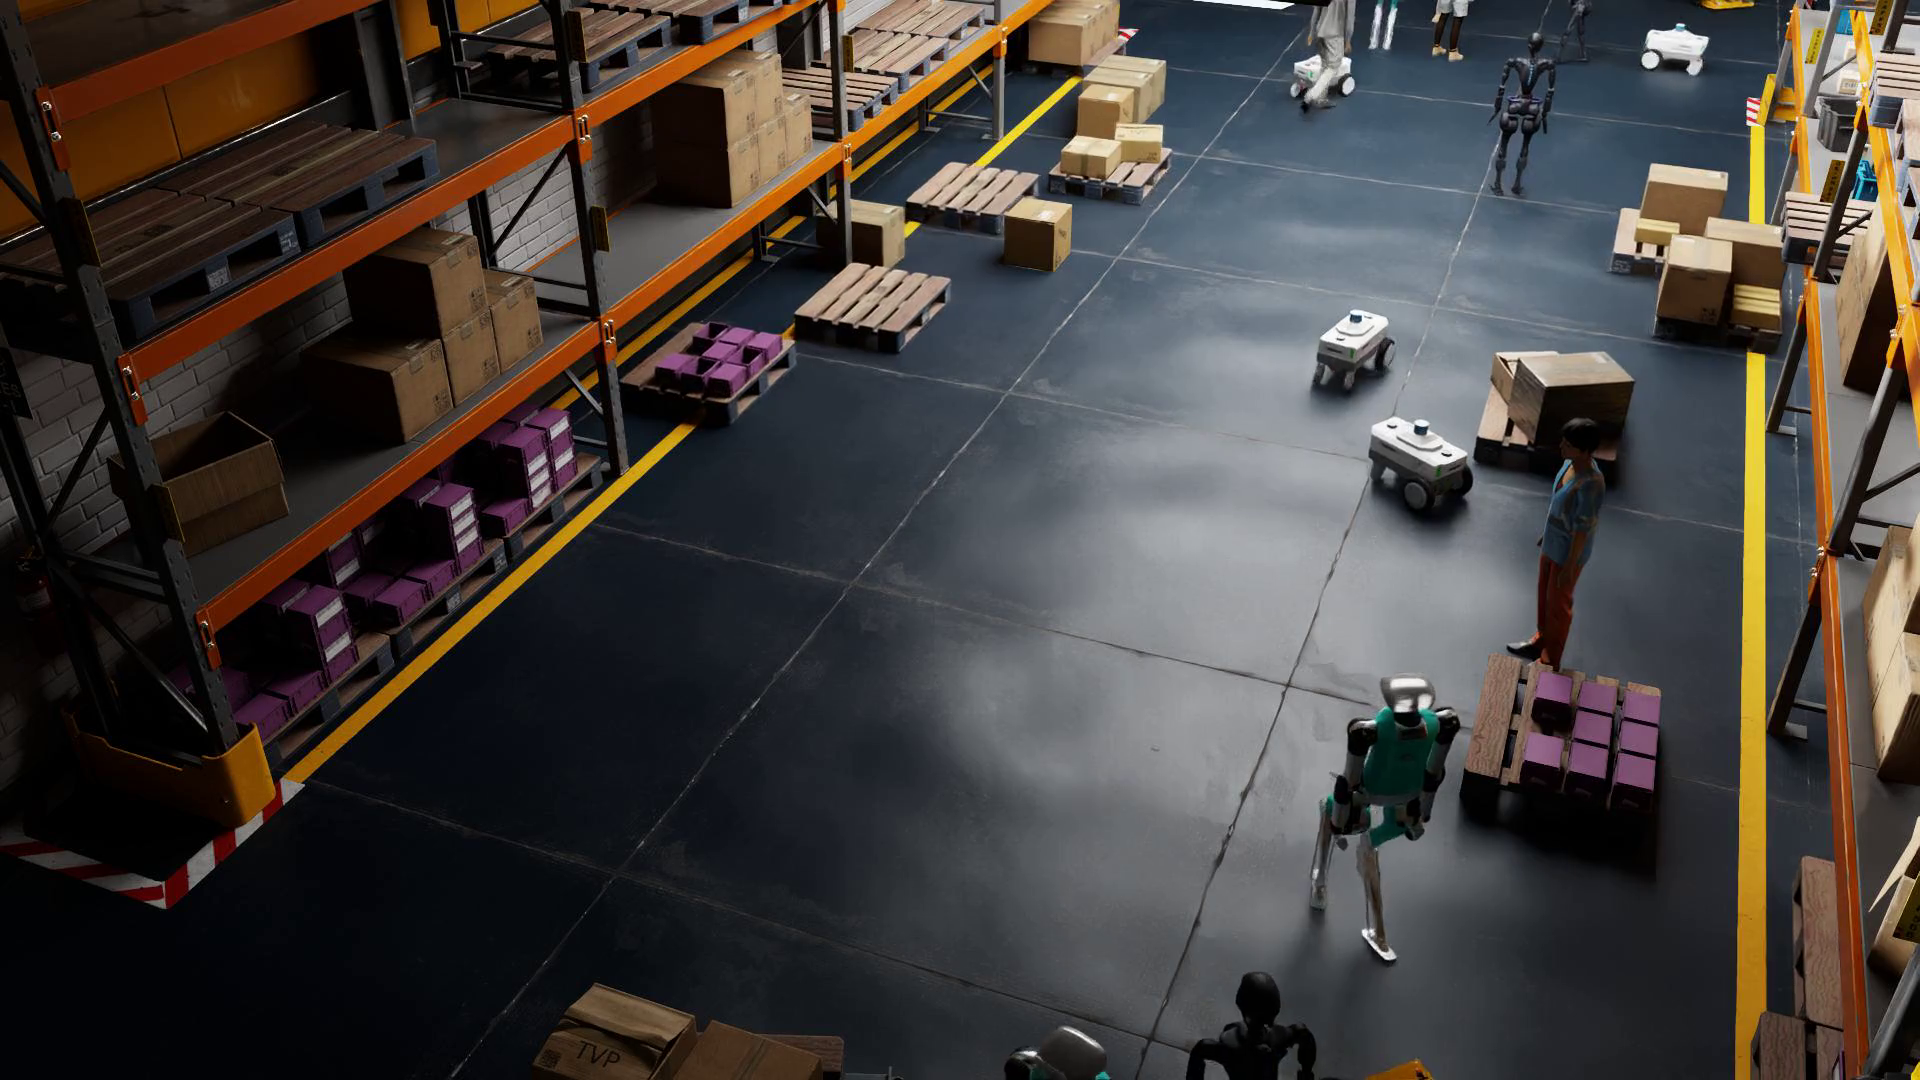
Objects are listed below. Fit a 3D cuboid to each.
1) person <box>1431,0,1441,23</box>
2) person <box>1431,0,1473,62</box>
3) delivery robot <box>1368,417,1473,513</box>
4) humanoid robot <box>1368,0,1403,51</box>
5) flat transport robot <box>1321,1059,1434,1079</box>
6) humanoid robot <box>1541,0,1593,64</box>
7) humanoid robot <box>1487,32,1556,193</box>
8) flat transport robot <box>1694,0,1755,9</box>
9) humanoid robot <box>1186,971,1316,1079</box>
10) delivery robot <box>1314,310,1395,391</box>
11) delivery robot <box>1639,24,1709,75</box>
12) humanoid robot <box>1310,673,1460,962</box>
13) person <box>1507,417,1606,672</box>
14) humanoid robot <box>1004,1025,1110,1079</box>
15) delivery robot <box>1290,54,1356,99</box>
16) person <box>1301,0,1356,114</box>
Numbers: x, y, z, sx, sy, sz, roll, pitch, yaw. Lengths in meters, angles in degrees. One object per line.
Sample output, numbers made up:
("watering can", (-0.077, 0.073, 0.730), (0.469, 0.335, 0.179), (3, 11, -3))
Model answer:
("person", (6.693, -7.842, 22.336), (0.478, 1.777, 0.305), (14, 36, 21))
("person", (6.263, -6.927, 21.005), (0.320, 1.693, 0.534), (-21, 38, -29))
("delivery robot", (3.390, -0.582, 12.246), (0.524, 0.614, 0.785), (-21, 39, -30))
("humanoid robot", (5.494, -7.119, 21.190), (0.533, 1.723, 0.737), (9, 34, 14))
("flat transport robot", (2.123, 2.863, 7.161), (0.659, 0.231, 1.431), (-12, 35, -18))
("humanoid robot", (7.735, -6.798, 20.826), (0.661, 1.636, 0.596), (3, 33, 4))
("humanoid robot", (5.749, -4.378, 17.065), (0.601, 1.652, 0.323), (6, 33, 9))
("flat transport robot", (10.624, -7.859, 23.754), (0.659, 0.231, 1.431), (-8, 34, -13))
("humanoid robot", (1.124, 2.365, 6.646), (0.609, 1.663, 0.358), (-8, 34, -11))
("delivery robot", (3.264, -1.626, 13.838), (0.499, 0.587, 0.781), (22, 39, 30))
("delivery robot", (8.967, -6.181, 20.877), (0.754, 0.575, 0.499), (16, 36, 23))
("humanoid robot", (2.020, 1.242, 8.321), (0.536, 1.761, 0.857), (-5, 33, -8))
("person", (3.661, 0.051, 10.143), (0.339, 1.759, 0.499), (2, 33, 2))
("humanoid robot", (0.286, 2.645, 6.155), (0.533, 1.773, 0.876), (17, 37, 25))
("delivery robot", (4.364, -5.598, 20.008), (0.816, 0.613, 0.499), (-20, 38, -28))
("person", (4.219, -5.802, 19.100), (0.645, 1.865, 0.545), (-22, 39, -30))
